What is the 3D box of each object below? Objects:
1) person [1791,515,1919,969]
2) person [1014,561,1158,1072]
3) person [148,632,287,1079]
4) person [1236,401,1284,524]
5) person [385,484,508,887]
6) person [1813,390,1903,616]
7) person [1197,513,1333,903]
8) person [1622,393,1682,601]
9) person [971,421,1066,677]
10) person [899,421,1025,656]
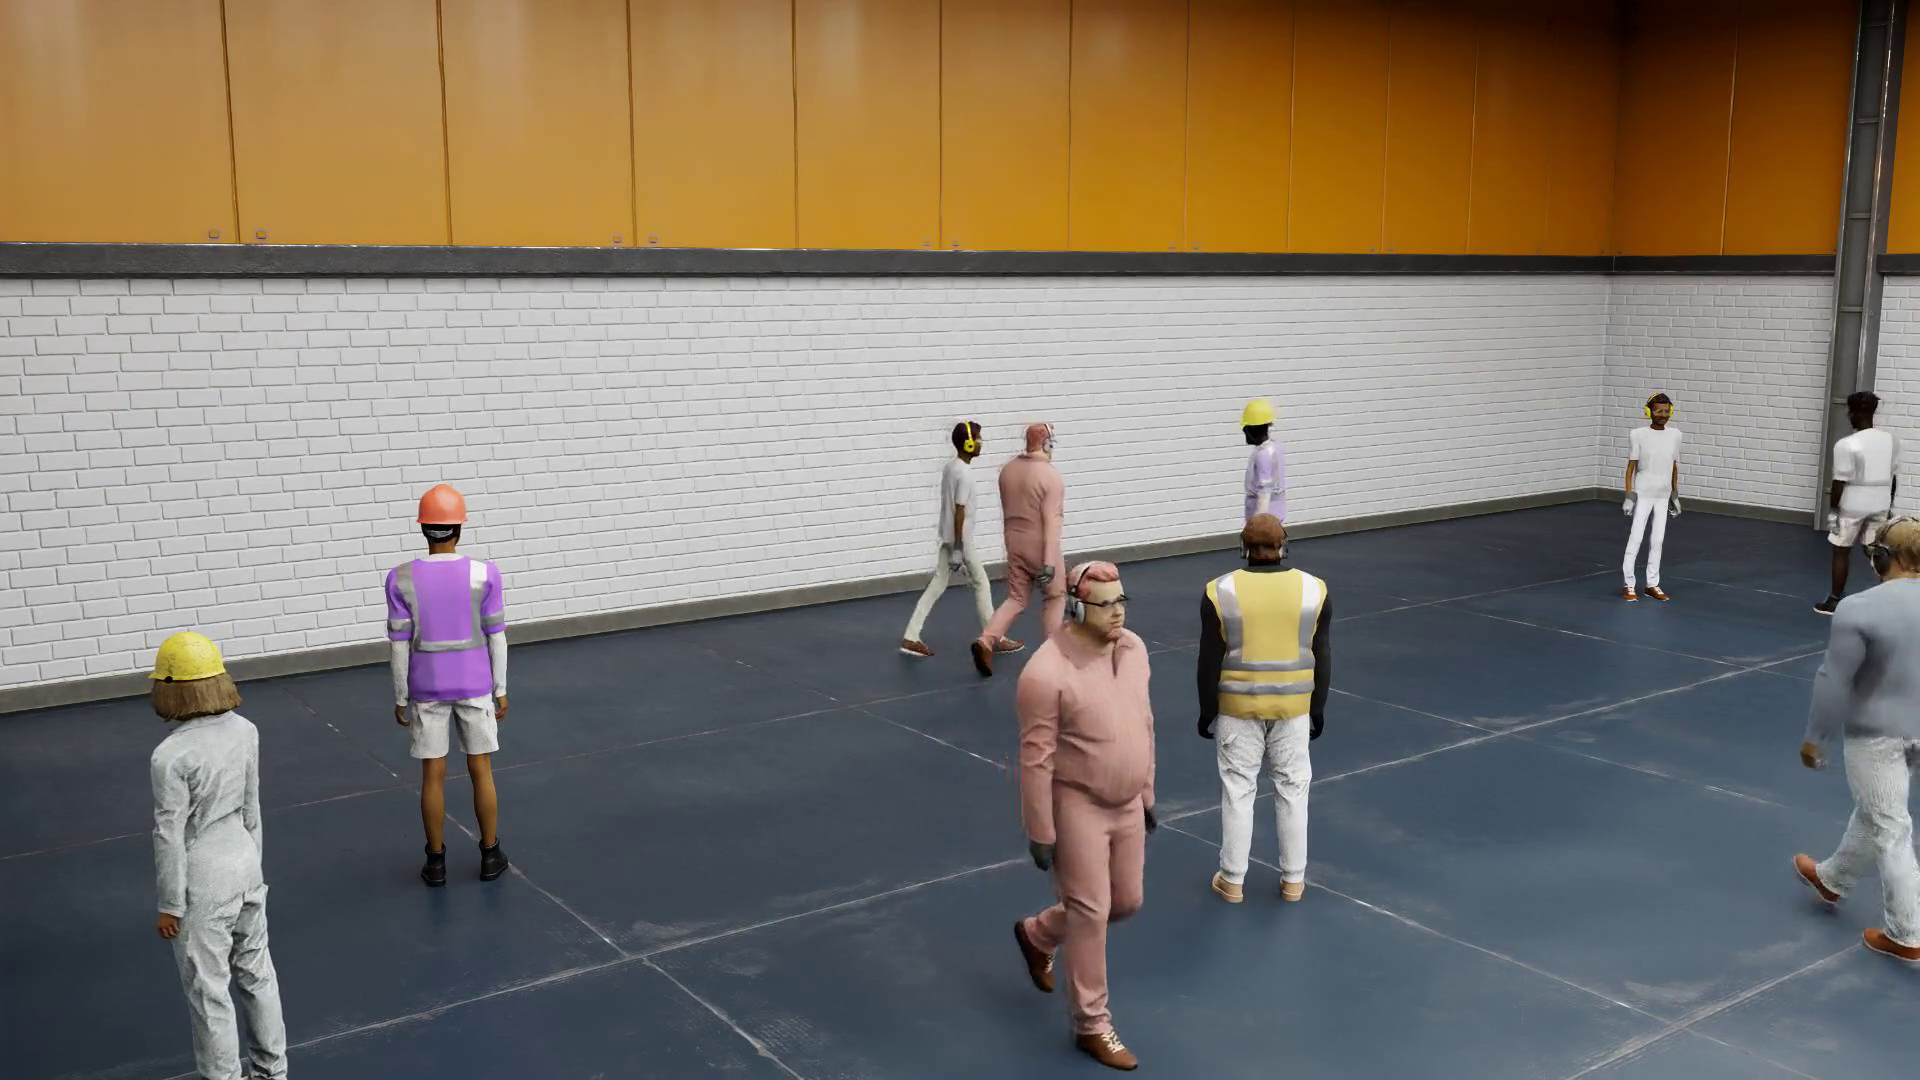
[{"bbox_3d":[3.977,0.826,7.317,0.656,1.896,0.957,-2,9,-14],"label":"person"},{"bbox_3d":[0.450,0.993,6.313,0.673,1.892,0.649,9,13,44],"label":"person"},{"bbox_3d":[-2.580,1.170,5.717,0.333,1.733,0.480,2,9,11],"label":"person"},{"bbox_3d":[2.435,-0.164,13.426,0.449,1.909,0.692,2,9,12],"label":"person"},{"bbox_3d":[-2.447,0.699,7.987,0.543,1.939,0.360,-2,10,-15],"label":"person"},{"bbox_3d":[7.615,-0.283,13.998,0.658,1.949,0.698,-1,9,-8],"label":"person"},{"bbox_3d":[1.409,0.786,7.772,0.621,1.838,0.429,0,9,0],"label":"person"},{"bbox_3d":[6.191,-0.380,14.861,0.535,1.868,0.309,-1,9,-7],"label":"person"},{"bbox_3d":[0.474,0.078,12.018,0.800,1.870,0.647,-8,12,-41],"label":"person"},{"bbox_3d":[-0.015,-0.002,12.701,0.995,1.824,0.520,-3,10,-20],"label":"person"}]
